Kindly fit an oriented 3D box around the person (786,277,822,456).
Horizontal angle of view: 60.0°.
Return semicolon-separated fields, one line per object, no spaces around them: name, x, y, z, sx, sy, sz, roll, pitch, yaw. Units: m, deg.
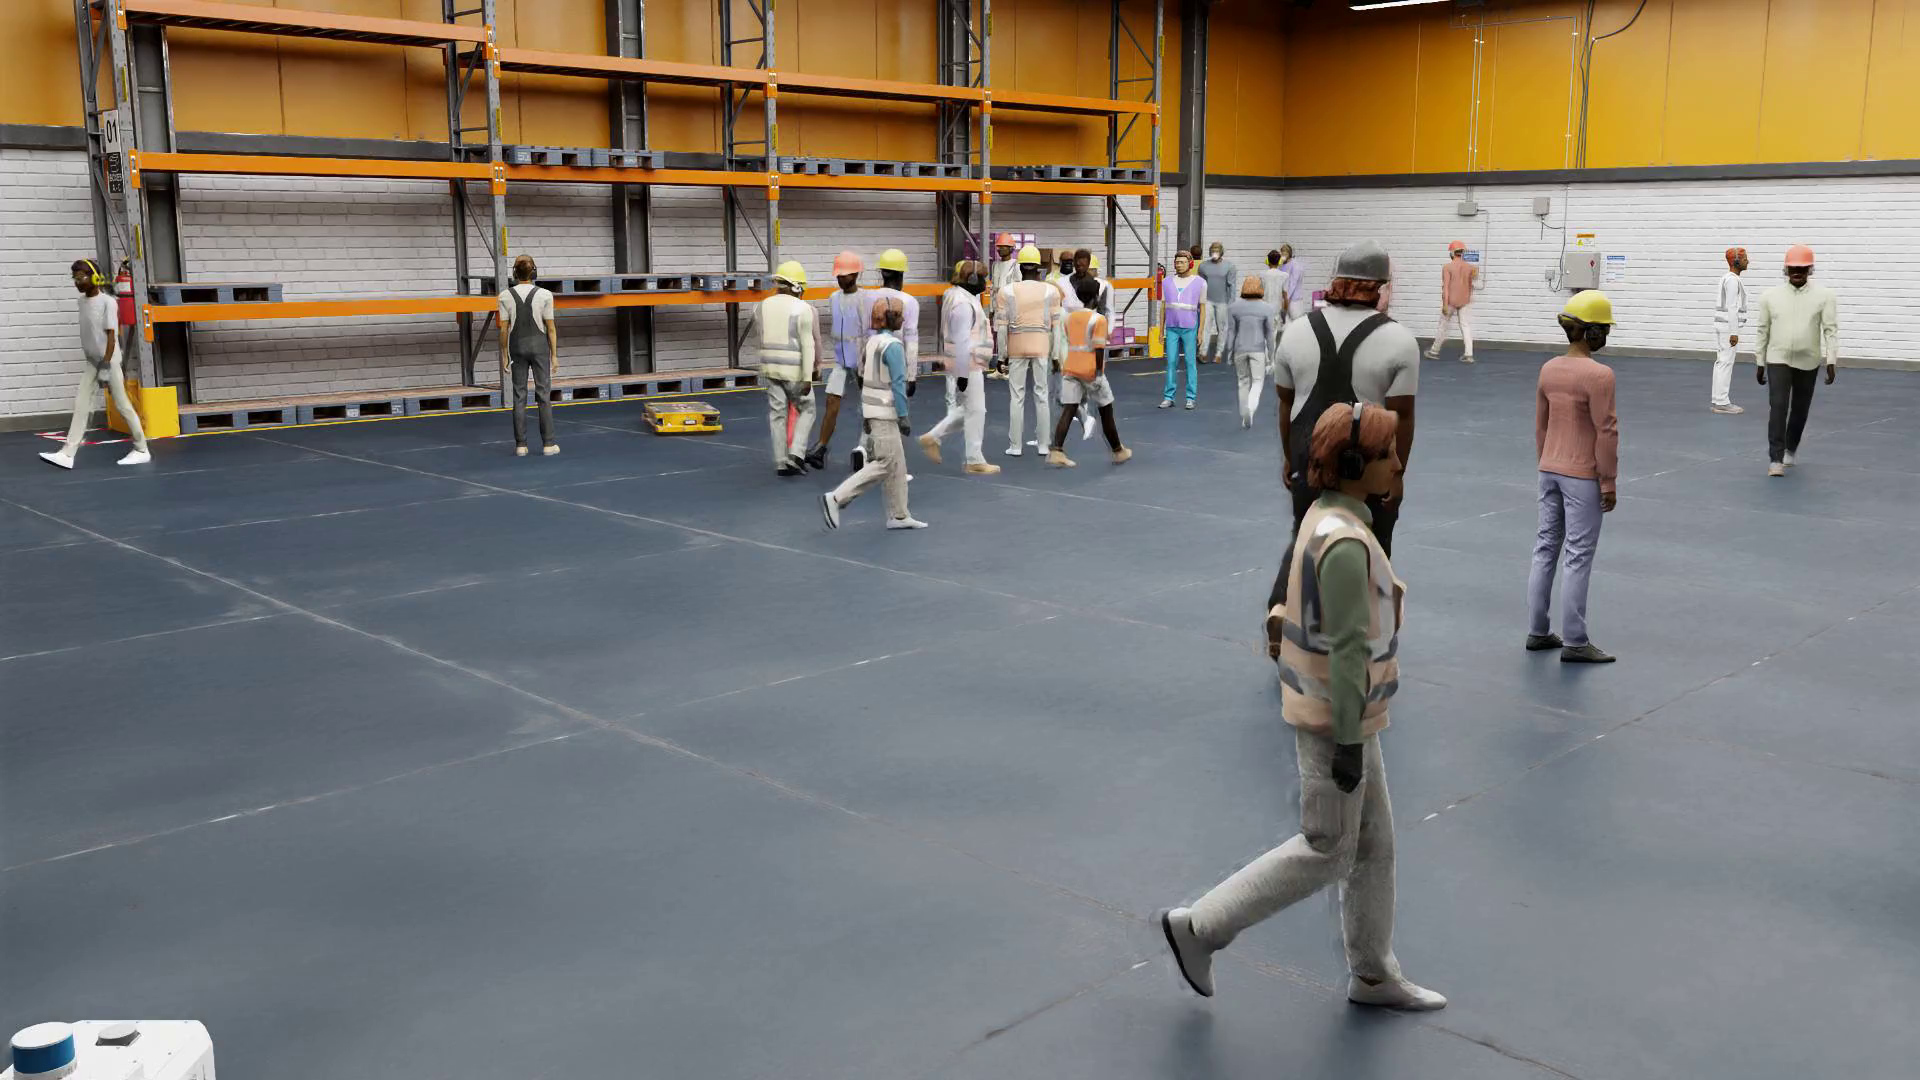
person;-1.528;-1.582;15.104;0.522;1.717;0.895;2;11;11

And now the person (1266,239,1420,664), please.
person;1.766;-0.398;7.714;0.689;2.000;0.831;7;12;32

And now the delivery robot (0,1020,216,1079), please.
delivery robot;-1.686;1.143;3.092;0.477;0.478;0.707;0;11;0

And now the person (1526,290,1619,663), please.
person;2.942;-0.301;7.935;0.309;1.769;0.524;-3;11;-18

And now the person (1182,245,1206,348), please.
person;4.202;-4.334;29.709;0.633;1.845;0.429;1;10;7

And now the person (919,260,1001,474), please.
person;0.004;-1.464;14.139;0.610;1.820;0.636;0;10;0

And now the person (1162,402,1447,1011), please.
person;0.909;0.449;4.260;0.674;1.615;0.521;2;11;10

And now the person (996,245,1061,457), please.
person;0.622;-1.722;15.241;0.594;1.925;0.369;-1;10;-8

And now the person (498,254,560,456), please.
person;-3.960;-1.691;15.299;0.504;1.847;0.345;-1;10;-5

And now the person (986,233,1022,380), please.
person;0.627;-3.258;23.290;0.363;2.048;0.612;-10;14;-42

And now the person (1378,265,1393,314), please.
person;6.967;-3.943;27.502;0.580;1.878;0.647;8;13;37

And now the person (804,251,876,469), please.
person;-0.979;-1.547;14.428;0.567;1.873;0.989;8;13;36

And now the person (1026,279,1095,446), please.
person;0.994;-1.710;16.061;0.670;1.607;0.542;-3;11;-15

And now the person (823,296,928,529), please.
person;-0.577;-0.844;11.298;0.685;1.613;0.504;-3;11;-14

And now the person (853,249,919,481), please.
person;-0.611;-1.385;13.431;0.592;1.915;0.592;5;12;27

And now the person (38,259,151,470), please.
person;-7.507;-1.508;14.403;0.530;1.808;1.005;5;12;27

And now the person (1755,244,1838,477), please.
person;7.144;-1.549;14.233;0.621;1.956;0.983;5;11;24

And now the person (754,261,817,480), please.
person;-1.420;-1.399;13.814;0.584;1.808;0.449;5;11;25

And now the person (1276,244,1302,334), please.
person;5.470;-4.001;27.855;1.023;1.877;0.616;-5;12;-26

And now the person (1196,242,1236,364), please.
person;3.980;-3.697;26.081;0.661;1.897;0.956;4;11;23

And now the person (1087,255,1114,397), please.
person;1.630;-2.706;21.030;0.587;1.782;0.973;4;11;23

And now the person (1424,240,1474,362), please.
person;7.978;-3.853;26.843;0.634;1.939;1.001;-4;11;-18

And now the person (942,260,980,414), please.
person;0.035;-2.291;18.850;0.492;1.742;0.324;6;12;29

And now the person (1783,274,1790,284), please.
person;11.897;-3.242;23.687;0.510;1.872;0.328;-8;13;-36

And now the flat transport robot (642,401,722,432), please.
flat transport robot;-2.937;-1.302;17.474;0.652;0.197;1.431;-3;11;-17

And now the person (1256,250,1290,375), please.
person;4.547;-3.328;24.342;0.526;1.819;0.980;0;10;1

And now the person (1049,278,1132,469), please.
person;1.102;-1.458;14.535;0.853;1.646;0.537;-9;14;-41

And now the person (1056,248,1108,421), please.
person;1.346;-2.288;18.451;0.584;1.887;0.851;4;11;19

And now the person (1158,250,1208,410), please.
person;2.600;-2.448;19.425;0.567;1.846;0.389;5;11;25

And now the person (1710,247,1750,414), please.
person;8.814;-2.391;19.017;0.356;1.881;0.574;3;11;16

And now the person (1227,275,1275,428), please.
person;3.022;-1.955;17.369;0.506;1.614;0.640;4;11;20

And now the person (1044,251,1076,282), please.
person;1.404;-2.921;22.063;0.633;1.820;0.500;0;10;3
